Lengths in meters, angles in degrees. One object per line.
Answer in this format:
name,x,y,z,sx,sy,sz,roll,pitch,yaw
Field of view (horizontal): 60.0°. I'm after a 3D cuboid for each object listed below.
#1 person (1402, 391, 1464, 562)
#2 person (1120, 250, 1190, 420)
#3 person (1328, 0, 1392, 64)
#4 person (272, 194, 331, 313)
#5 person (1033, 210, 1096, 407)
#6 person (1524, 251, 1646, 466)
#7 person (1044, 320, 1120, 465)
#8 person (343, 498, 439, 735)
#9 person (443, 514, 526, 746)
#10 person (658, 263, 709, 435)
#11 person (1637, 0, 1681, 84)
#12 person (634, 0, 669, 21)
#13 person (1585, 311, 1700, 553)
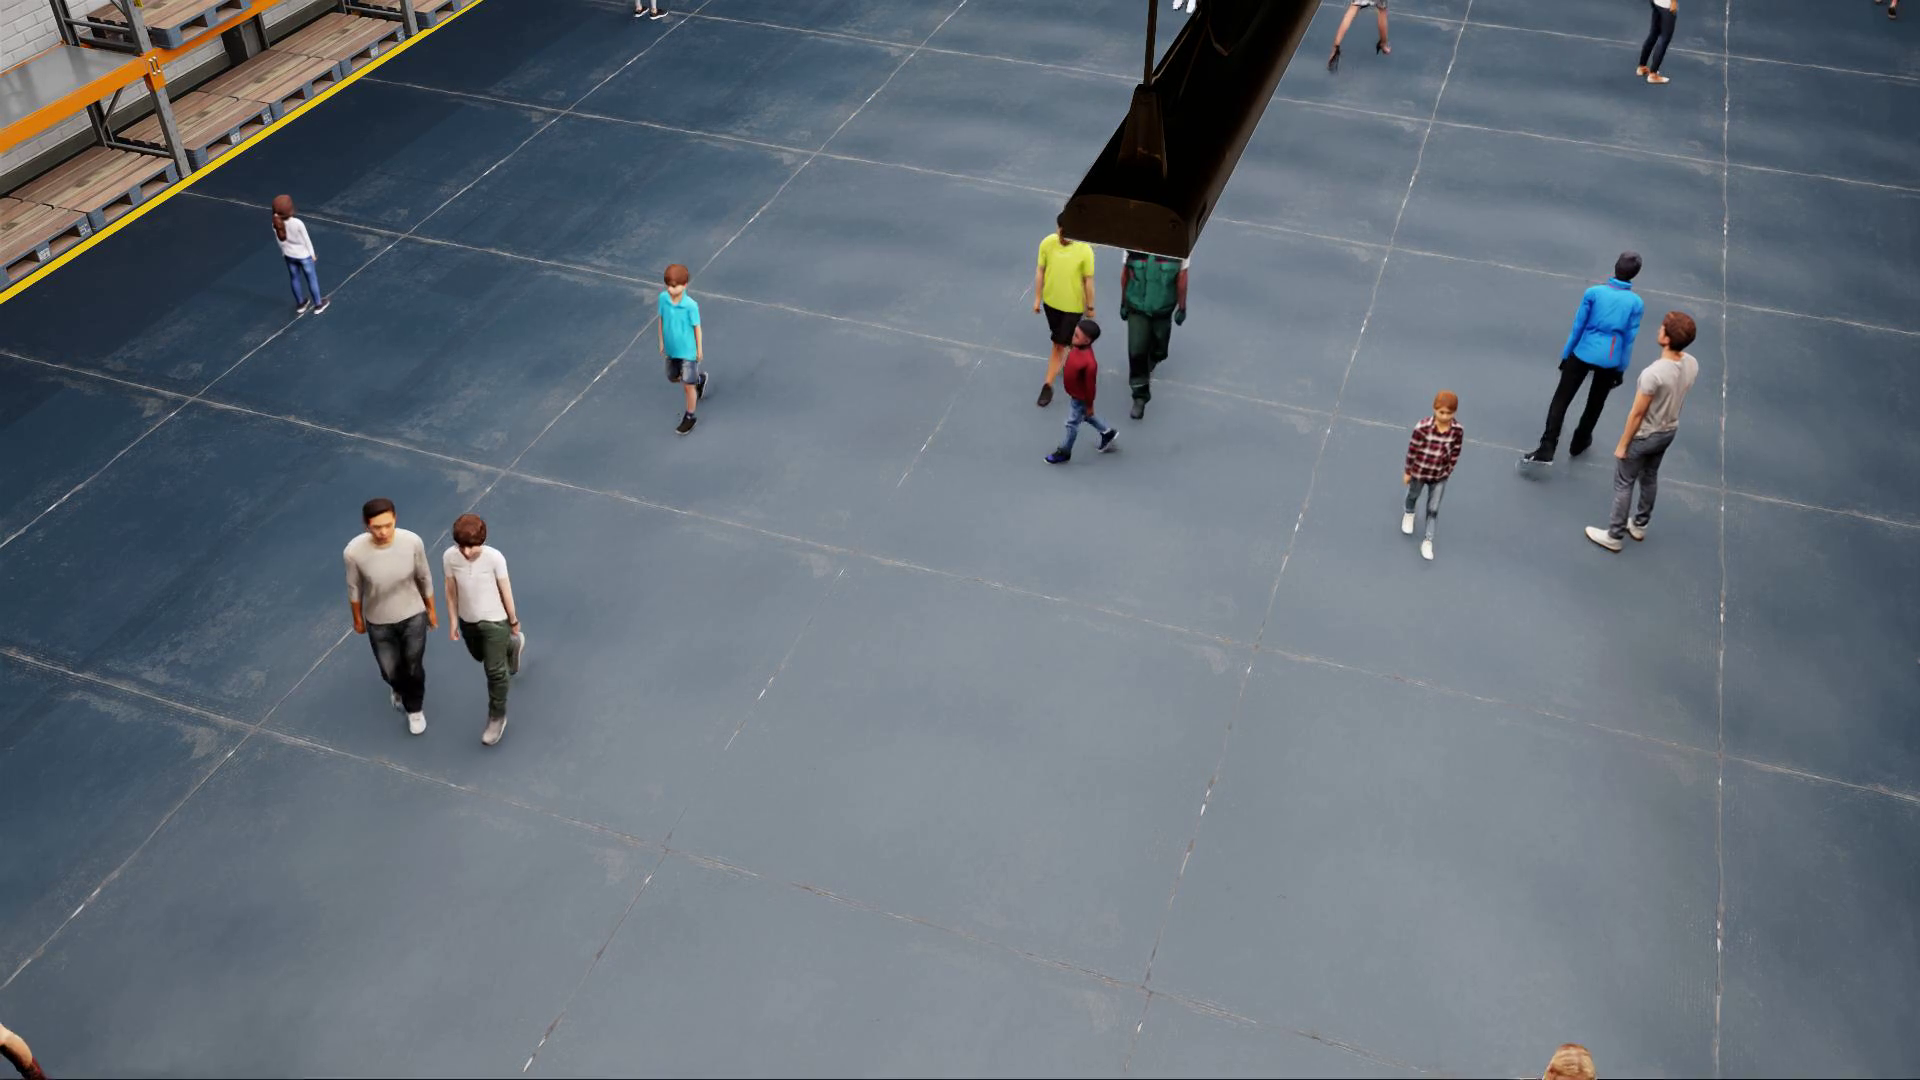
person,3.375,-0.552,12.005,0.645,1.277,0.892,6,39,7
person,1.522,-1.885,13.243,0.809,1.814,1.118,8,39,9
person,4.571,-6.180,18.663,1.222,1.763,1.009,-31,48,-33
person,-5.830,-2.530,14.614,0.488,1.112,0.523,4,39,5
person,0.873,-1.982,13.494,0.780,1.653,1.141,20,43,24
person,4.795,-1.322,12.575,0.739,1.769,0.925,12,40,15
person,0.991,-1.147,12.775,0.834,1.245,0.860,-7,39,-9
person,-3.534,0.408,10.388,0.840,1.795,0.899,-12,40,-15
person,-2.967,0.448,10.466,0.701,1.635,1.097,8,39,9
person,-2.169,-1.570,13.149,0.595,1.440,0.822,18,42,21
person,7.740,-5.963,18.380,0.795,1.777,0.668,-2,39,-2
person,-3.831,-7.107,19.857,0.586,1.720,0.557,18,42,21
person,4.884,-0.752,11.762,0.713,1.892,0.796,-20,43,-23
